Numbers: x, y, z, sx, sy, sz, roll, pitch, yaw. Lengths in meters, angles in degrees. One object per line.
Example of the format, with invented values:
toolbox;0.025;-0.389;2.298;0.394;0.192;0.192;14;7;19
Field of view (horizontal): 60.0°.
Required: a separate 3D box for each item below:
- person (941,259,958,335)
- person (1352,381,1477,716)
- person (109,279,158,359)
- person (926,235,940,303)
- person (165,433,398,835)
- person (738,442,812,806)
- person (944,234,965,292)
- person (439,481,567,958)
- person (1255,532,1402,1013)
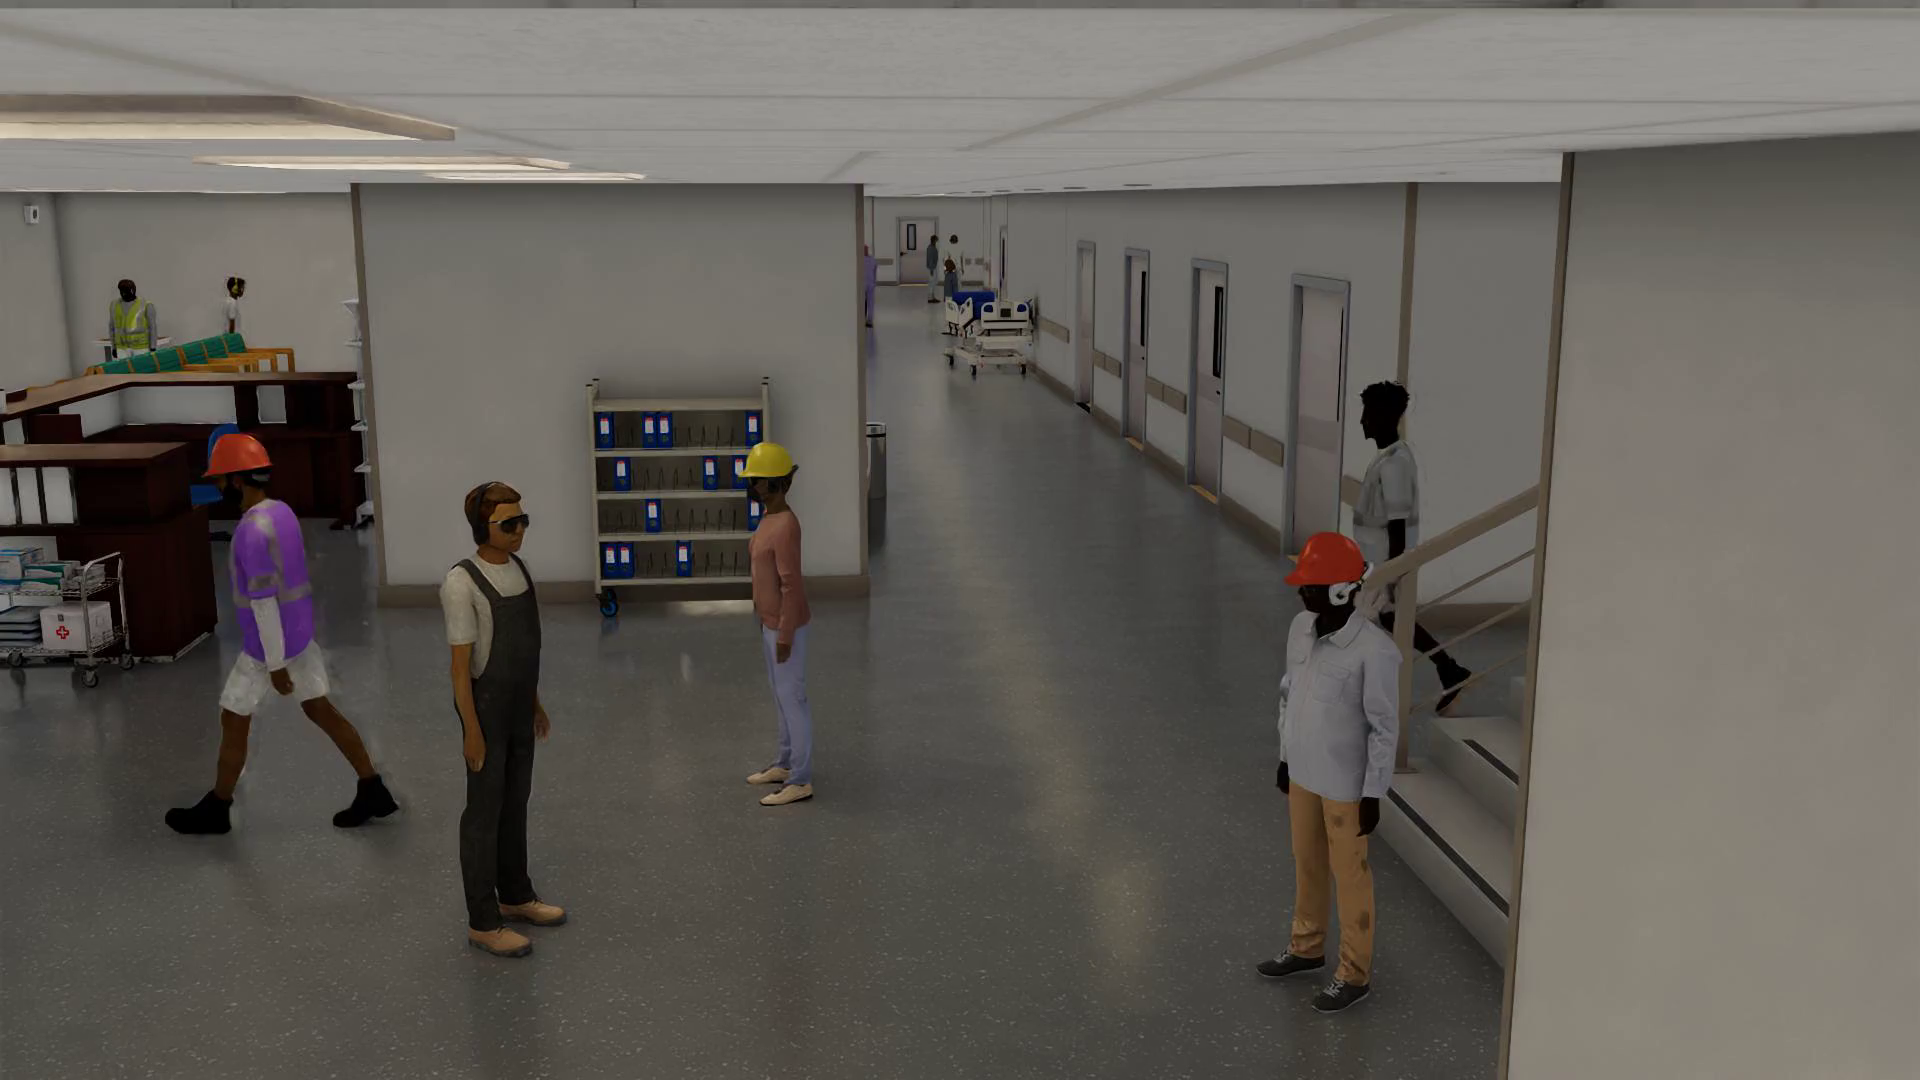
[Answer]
person;-0.214;-5.258;36.055;0.268;1.632;0.506;-6;13;-26
person;2.455;0.076;9.272;0.888;1.939;0.614;3;12;12
person;-11.336;-2.650;22.803;0.634;1.841;0.429;0;12;-1
person;-0.772;-7.694;47.248;0.384;1.928;0.636;2;12;8
person;-3.134;0.442;7.634;1.035;1.882;0.532;1;12;3
person;-0.892;0.404;8.063;0.327;1.769;0.525;-3;12;-14
person;-0.160;-7.677;47.125;0.635;1.937;0.354;-4;12;-20
person;-1.784;0.683;6.495;0.344;1.847;0.504;3;12;16
person;1.323;0.828;6.022;0.337;1.748;0.572;-6;13;-26
